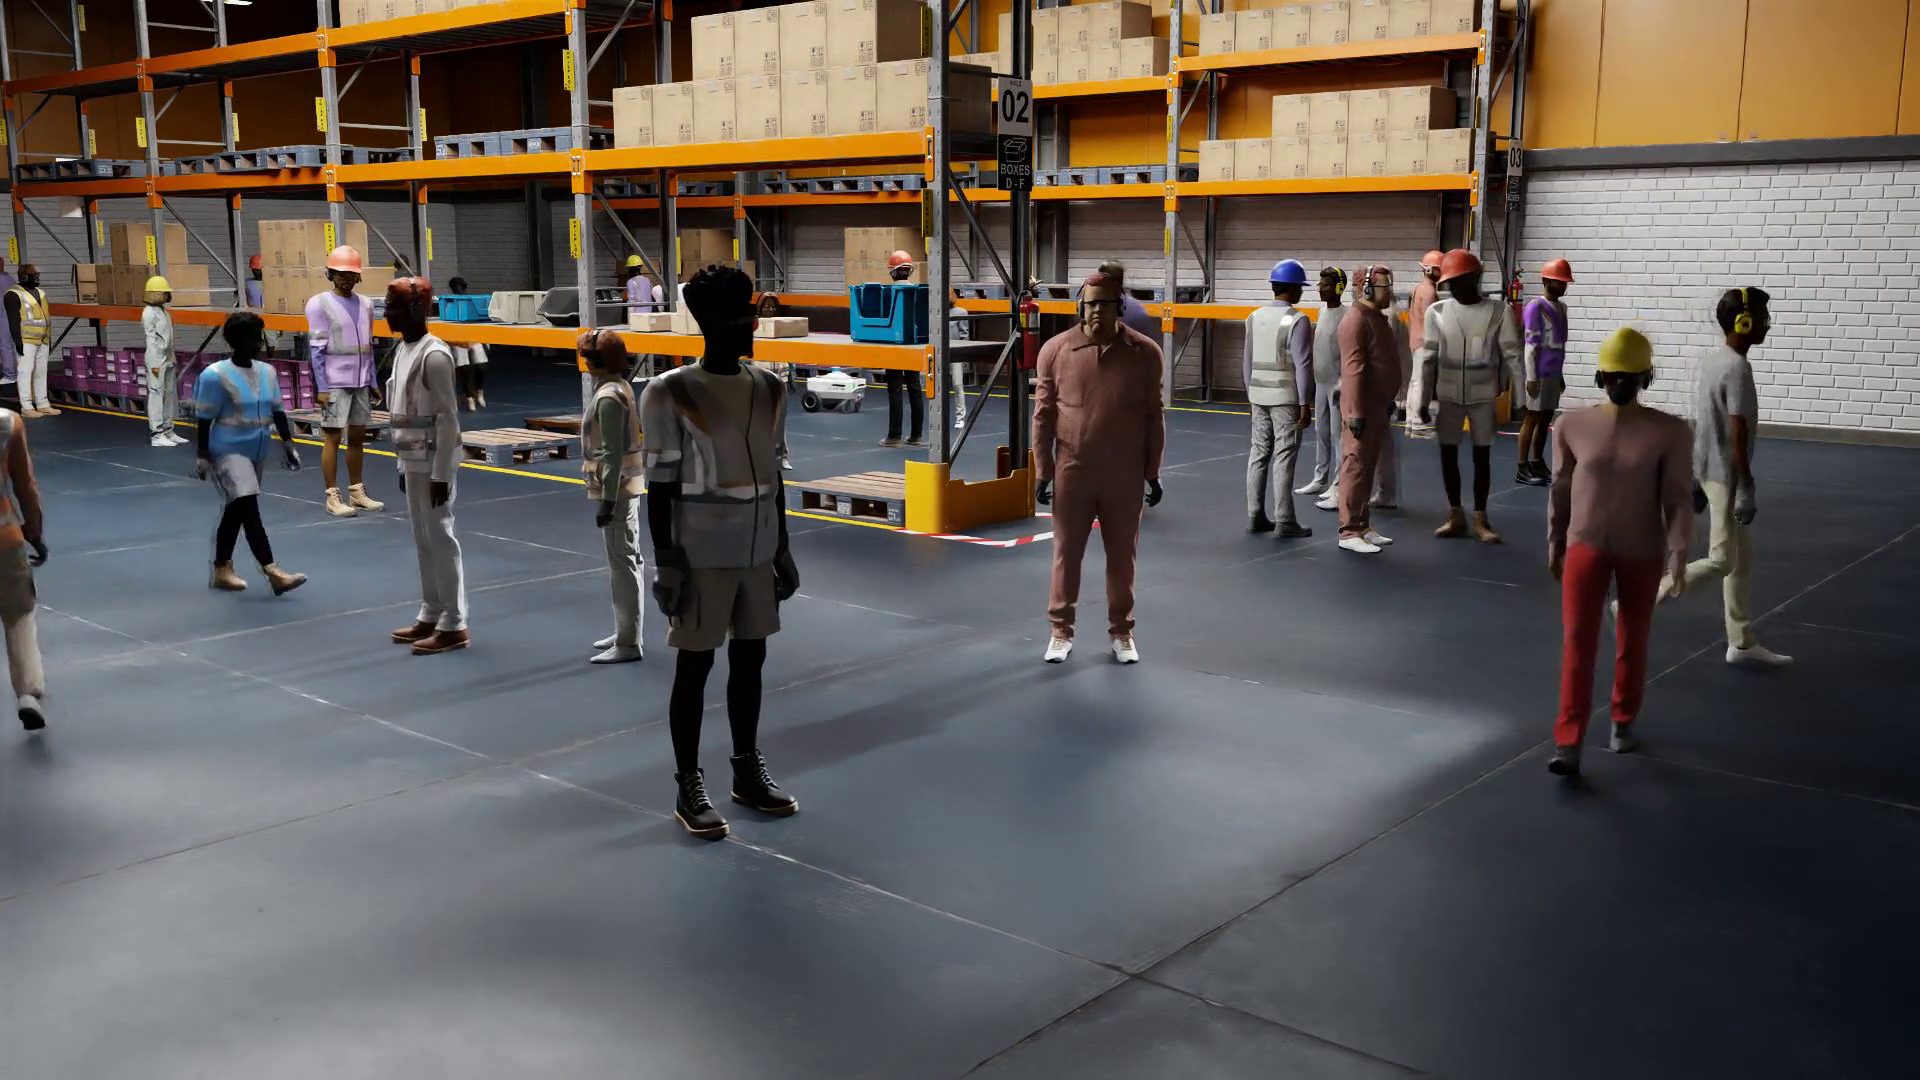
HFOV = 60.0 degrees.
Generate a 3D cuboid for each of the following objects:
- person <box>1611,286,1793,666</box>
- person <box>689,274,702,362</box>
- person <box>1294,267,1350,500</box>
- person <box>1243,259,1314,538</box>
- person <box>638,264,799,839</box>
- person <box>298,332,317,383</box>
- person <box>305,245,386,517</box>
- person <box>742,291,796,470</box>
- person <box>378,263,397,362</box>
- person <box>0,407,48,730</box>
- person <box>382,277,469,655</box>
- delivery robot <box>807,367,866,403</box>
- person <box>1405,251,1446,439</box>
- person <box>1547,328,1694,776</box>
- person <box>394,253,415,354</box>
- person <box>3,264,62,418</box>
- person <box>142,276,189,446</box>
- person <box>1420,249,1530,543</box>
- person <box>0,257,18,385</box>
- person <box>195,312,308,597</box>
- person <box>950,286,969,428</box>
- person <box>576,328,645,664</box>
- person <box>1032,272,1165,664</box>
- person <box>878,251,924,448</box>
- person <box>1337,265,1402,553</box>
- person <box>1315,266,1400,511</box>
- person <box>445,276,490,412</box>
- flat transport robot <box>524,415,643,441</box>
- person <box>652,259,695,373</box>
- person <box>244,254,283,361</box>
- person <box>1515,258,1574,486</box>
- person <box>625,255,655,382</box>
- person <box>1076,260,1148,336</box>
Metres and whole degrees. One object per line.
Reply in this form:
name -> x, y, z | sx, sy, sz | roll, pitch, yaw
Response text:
person -> 3.634, -0.295, 8.019 | 0.788, 1.851, 0.522 | 3, 10, 15
person -> -4.097, -3.315, 25.850 | 0.286, 1.624, 0.499 | 6, 12, 32
person -> 2.986, -1.262, 13.459 | 0.329, 1.870, 0.511 | -4, 11, -24
person -> 2.251, -0.991, 11.693 | 0.405, 1.943, 0.613 | -6, 12, -32
person -> -0.819, 0.034, 5.797 | 0.362, 1.965, 0.612 | 9, 14, 43
person -> -9.605, -3.118, 24.724 | 0.329, 1.620, 0.523 | 5, 11, 26
person -> -4.634, -1.201, 12.623 | 0.394, 2.040, 0.608 | 5, 11, 26
person -> -1.738, -1.433, 15.106 | 0.519, 1.634, 0.312 | -6, 11, -30
person -> -9.547, -3.787, 28.126 | 0.854, 1.763, 0.661 | 4, 11, 20
person -> -4.024, 0.032, 6.757 | 0.567, 1.629, 0.400 | -8, 13, -39
person -> -2.687, -0.369, 8.339 | 0.366, 1.877, 0.617 | -7, 12, -34
delivery robot -> -1.526, -1.895, 20.534 | 0.707, 0.478, 0.477 | 5, 11, 25
person -> 4.991, -2.082, 17.763 | 0.397, 1.992, 0.623 | 1, 10, 5
person -> 2.528, 0.049, 6.423 | 0.540, 1.712, 0.917 | 5, 11, 27
person -> -8.733, -3.532, 26.177 | 0.636, 1.936, 0.355 | -4, 11, -23
person -> -11.133, -2.388, 19.976 | 0.428, 1.836, 0.625 | 2, 10, 9
person -> -8.175, -1.828, 17.061 | 0.318, 1.740, 0.489 | -1, 10, -6
person -> 3.517, -0.978, 11.432 | 0.718, 2.025, 0.479 | 5, 11, 27
person -> -14.276, -3.265, 24.755 | 0.405, 1.906, 0.653 | -2, 10, -9
person -> -4.096, -0.494, 9.673 | 0.851, 1.646, 0.543 | 3, 10, 18
person -> -0.146, -2.068, 18.748 | 0.507, 1.622, 0.290 | 3, 10, 18
person -> -1.696, -0.215, 8.153 | 0.313, 1.638, 0.513 | -1, 10, -6
person -> 0.675, -0.338, 8.091 | 0.650, 1.906, 0.401 | 0, 10, 2
person -> -0.592, -1.934, 16.922 | 0.620, 1.994, 0.381 | -8, 13, -37
person -> 2.751, -0.879, 11.169 | 0.409, 1.909, 0.640 | 5, 11, 27
person -> 3.061, -1.157, 12.836 | 0.789, 1.877, 0.641 | 1, 10, 6
person -> -6.119, -2.418, 20.572 | 0.562, 1.678, 0.348 | -4, 11, -21
flat transport robot -> -3.923, -1.168, 17.469 | 1.431, 0.197, 0.652 | 8, 13, 40
person -> -3.354, -2.395, 19.789 | 0.609, 1.911, 0.395 | -1, 10, -8
person -> -9.833, -3.046, 23.437 | 0.543, 1.932, 0.376 | -5, 11, -26
person -> 5.033, -1.431, 14.227 | 0.551, 1.933, 0.376 | -9, 13, -41
person -> -4.880, -3.351, 25.223 | 0.401, 1.919, 0.588 | 4, 11, 21
person -> 1.173, -1.252, 13.226 | 0.653, 1.927, 0.454 | -4, 11, -23
